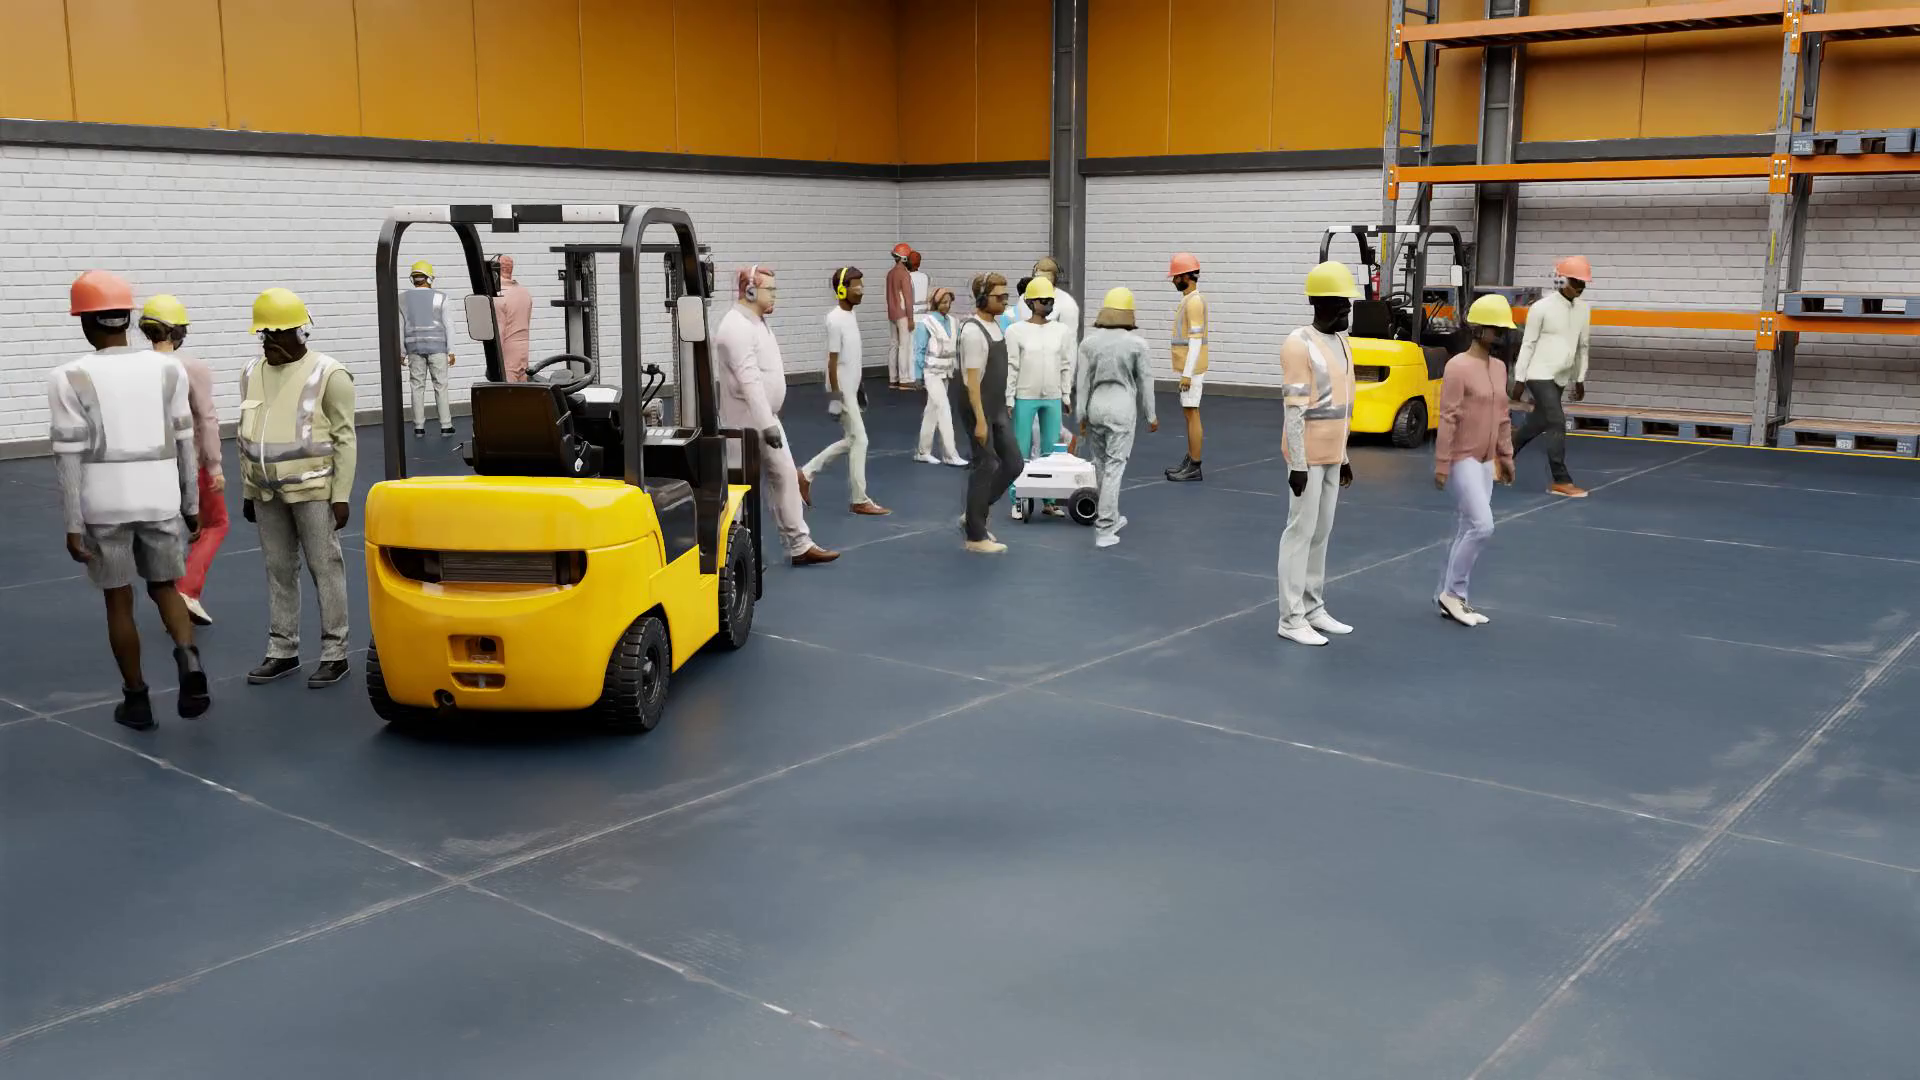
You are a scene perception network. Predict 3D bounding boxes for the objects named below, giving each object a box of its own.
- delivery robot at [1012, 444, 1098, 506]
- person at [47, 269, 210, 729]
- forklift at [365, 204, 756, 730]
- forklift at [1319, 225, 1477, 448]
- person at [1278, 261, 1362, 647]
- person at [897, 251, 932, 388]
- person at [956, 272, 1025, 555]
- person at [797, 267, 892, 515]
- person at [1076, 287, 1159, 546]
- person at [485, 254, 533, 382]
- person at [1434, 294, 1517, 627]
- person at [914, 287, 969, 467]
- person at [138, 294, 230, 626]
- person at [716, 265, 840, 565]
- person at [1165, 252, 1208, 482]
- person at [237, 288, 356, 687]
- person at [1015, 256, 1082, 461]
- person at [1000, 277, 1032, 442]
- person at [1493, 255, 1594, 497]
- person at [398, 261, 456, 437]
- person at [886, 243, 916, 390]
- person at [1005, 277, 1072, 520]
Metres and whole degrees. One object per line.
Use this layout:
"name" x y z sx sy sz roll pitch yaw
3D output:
"delivery robot" 0.726 -0.457 12.091 0.707 0.478 0.477 2 11 12
"person" -3.377 -0.140 6.807 0.565 1.918 0.571 -10 14 -43
"forklift" -1.766 -0.406 7.525 1.214 2.155 2.313 1 10 7
"forklift" 4.449 -2.115 16.993 1.214 2.155 2.313 8 13 38
"person" 1.832 -0.441 8.453 0.369 1.928 0.585 8 13 36
"person" -0.630 -3.002 22.771 0.356 1.883 0.574 10 14 43
"person" 0.195 -0.806 10.739 0.414 1.828 0.544 4 11 22
"person" -0.902 -1.101 12.371 0.733 1.847 0.539 1 10 6
"person" 1.085 -0.841 11.257 0.509 1.716 0.745 6 12 29
"person" -4.176 -1.662 15.274 0.403 1.911 0.637 3 11 14
"person" 2.717 -0.405 8.719 0.541 1.749 0.442 -9 14 -42
"person" -0.120 -1.461 14.981 0.741 1.605 0.506 7 12 34
"person" -4.062 -0.391 8.636 0.551 1.751 0.364 1 10 8
"person" -1.143 -0.718 10.131 0.860 1.873 0.656 2 10 12
"person" 1.913 -1.456 14.078 0.374 1.928 0.542 1 10 6
"person" -3.043 -0.233 7.596 0.587 1.823 0.403 3 11 15
"person" 0.768 -1.428 14.006 0.736 1.903 0.645 -9 13 -40
"person" 0.657 -1.778 16.557 0.532 1.672 0.615 -2 10 -11
"person" 4.732 -1.346 13.527 0.624 1.930 1.005 -6 12 -30
"person" -5.523 -1.972 17.234 0.588 1.822 0.403 -1 10 -6
"person" -0.786 -3.044 22.739 0.409 1.995 0.620 -6 12 -29
"person" 0.576 -1.032 12.170 0.533 1.770 0.307 -4 11 -20
